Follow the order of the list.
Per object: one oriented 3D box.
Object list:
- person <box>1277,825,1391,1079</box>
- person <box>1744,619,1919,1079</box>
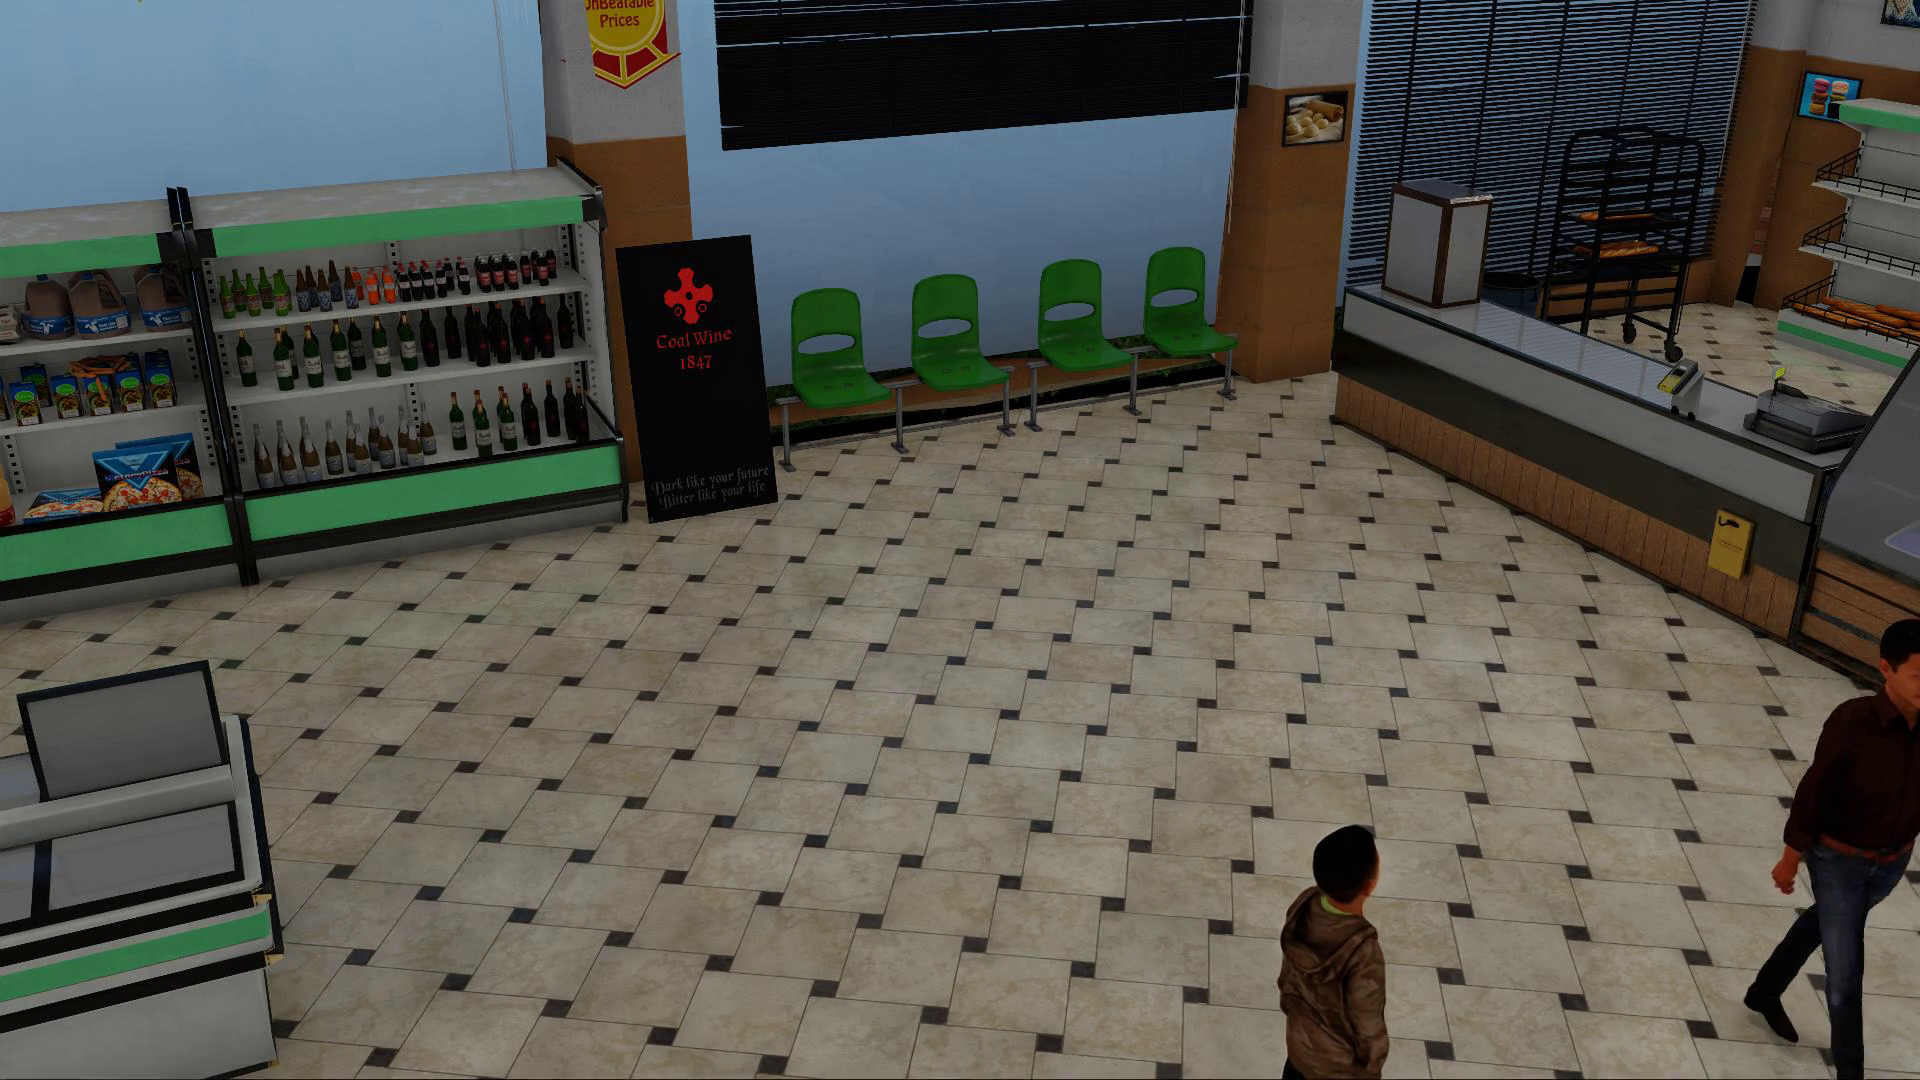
[{"bbox_3d":[1.092,1.481,4.924,0.552,1.456,0.572,-11,26,-24],"label":"person"},{"bbox_3d":[2.960,1.038,5.594,1.126,1.730,0.944,-4,24,-8],"label":"person"}]
